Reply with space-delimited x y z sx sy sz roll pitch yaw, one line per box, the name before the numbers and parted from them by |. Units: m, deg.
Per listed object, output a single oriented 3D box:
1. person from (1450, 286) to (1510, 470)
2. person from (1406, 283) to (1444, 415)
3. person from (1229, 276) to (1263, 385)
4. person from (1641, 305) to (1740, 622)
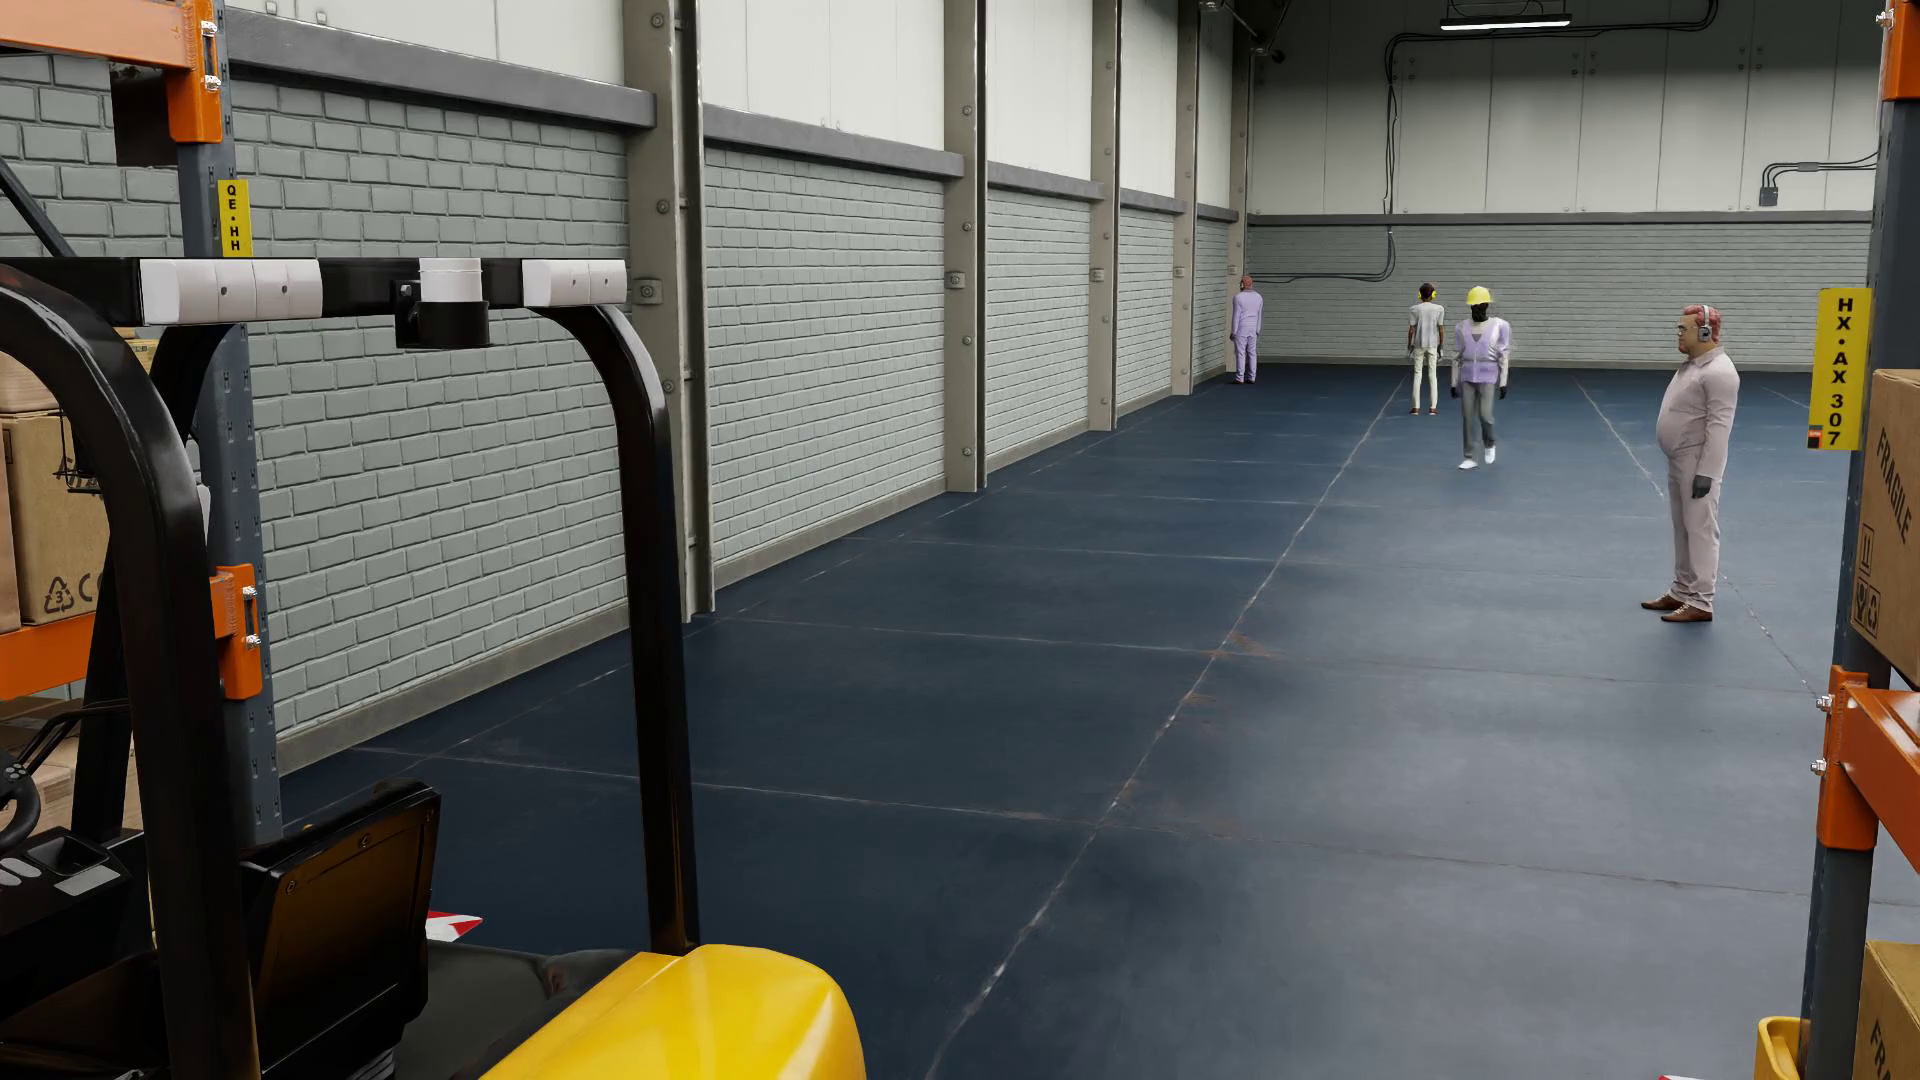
person | 5.411 -1.683 17.350 0.604 1.908 0.460 7 12 38
person | 6.592 -2.703 23.567 0.518 1.865 0.326 2 10 12
person | 5.012 -3.690 29.311 0.651 1.906 0.409 -6 11 -32
person | 4.417 -0.459 10.067 0.405 1.911 0.636 1 10 7
